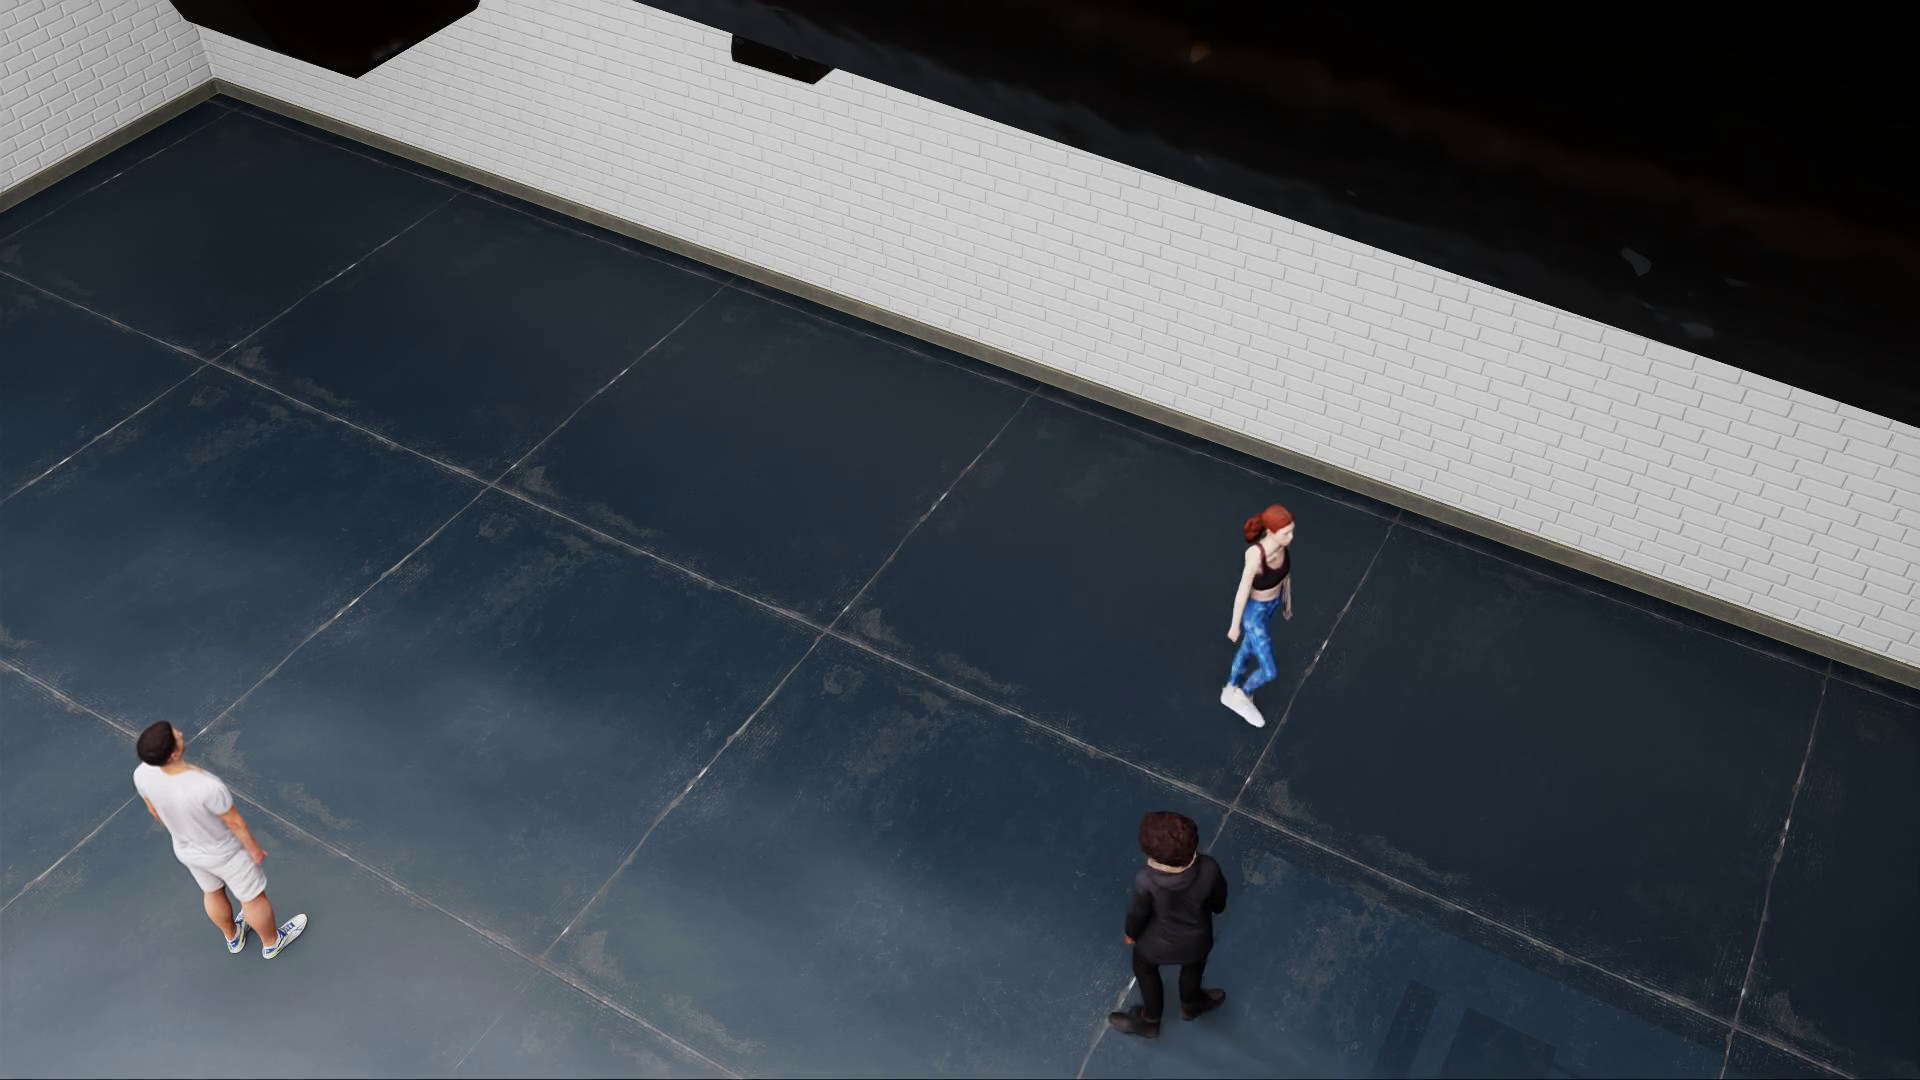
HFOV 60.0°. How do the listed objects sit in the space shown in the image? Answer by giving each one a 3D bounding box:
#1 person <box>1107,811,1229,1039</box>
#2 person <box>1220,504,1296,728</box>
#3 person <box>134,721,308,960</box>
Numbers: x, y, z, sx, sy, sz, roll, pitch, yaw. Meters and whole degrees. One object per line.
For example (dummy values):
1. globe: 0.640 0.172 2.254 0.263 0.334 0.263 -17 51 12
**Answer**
1. person: 1.150 2.024 8.628 0.891 1.751 0.846 6 44 6
2. person: 1.778 0.427 10.293 0.701 1.776 0.639 30 51 28
3. person: -4.048 1.628 8.969 0.738 1.854 0.657 10 44 10
